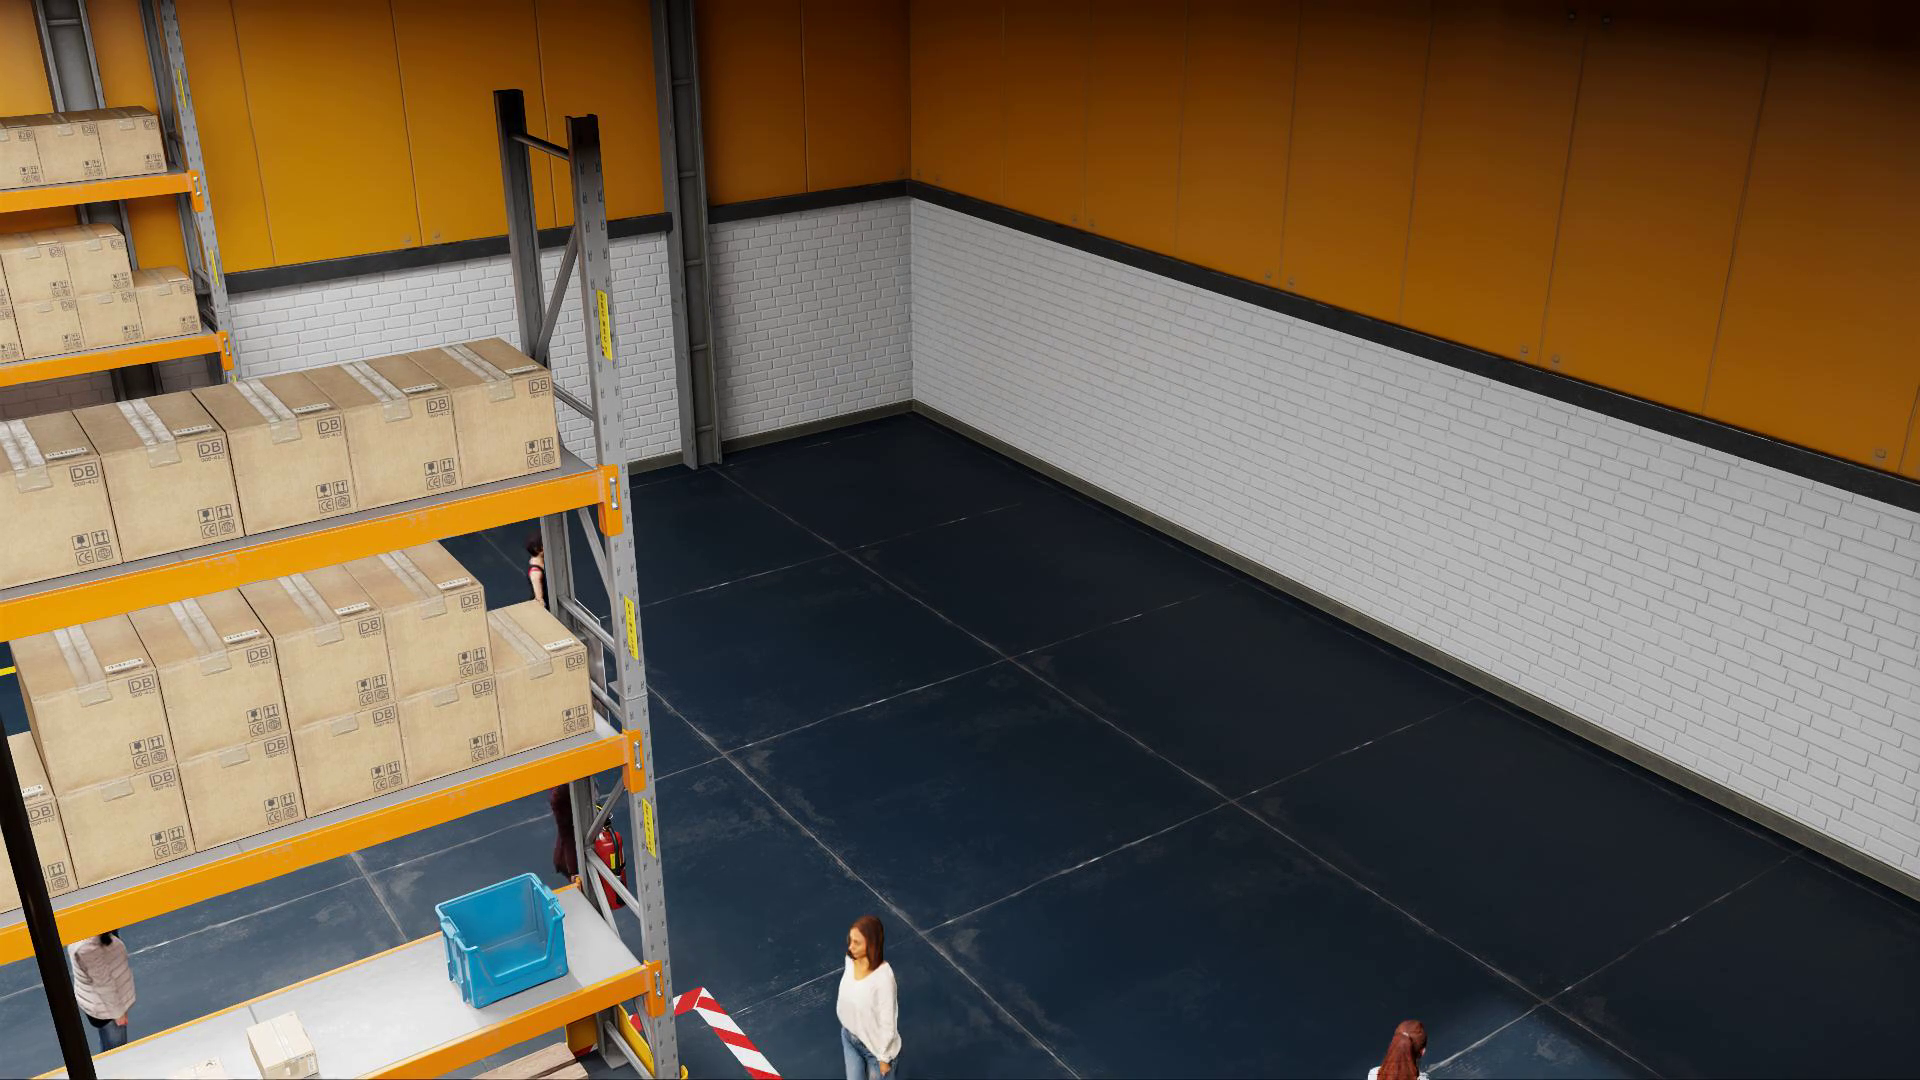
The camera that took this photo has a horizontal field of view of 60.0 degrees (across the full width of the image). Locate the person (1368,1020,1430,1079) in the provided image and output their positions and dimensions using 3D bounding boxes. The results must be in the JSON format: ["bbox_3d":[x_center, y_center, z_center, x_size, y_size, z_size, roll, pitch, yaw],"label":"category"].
[{"bbox_3d":[2.226,3.251,8.527,0.781,1.721,1.060,15,28,31],"label":"person"}]

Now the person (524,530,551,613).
[{"bbox_3d":[-3.757,0.629,14.747,0.783,1.544,0.701,-5,24,-10],"label":"person"}]

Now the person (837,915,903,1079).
[{"bbox_3d":[-0.438,2.838,9.535,0.862,1.670,0.623,-17,29,-33],"label":"person"}]

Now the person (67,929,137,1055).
[{"bbox_3d":[-5.094,2.702,9.886,0.569,1.638,0.630,-19,30,-37],"label":"person"}]
